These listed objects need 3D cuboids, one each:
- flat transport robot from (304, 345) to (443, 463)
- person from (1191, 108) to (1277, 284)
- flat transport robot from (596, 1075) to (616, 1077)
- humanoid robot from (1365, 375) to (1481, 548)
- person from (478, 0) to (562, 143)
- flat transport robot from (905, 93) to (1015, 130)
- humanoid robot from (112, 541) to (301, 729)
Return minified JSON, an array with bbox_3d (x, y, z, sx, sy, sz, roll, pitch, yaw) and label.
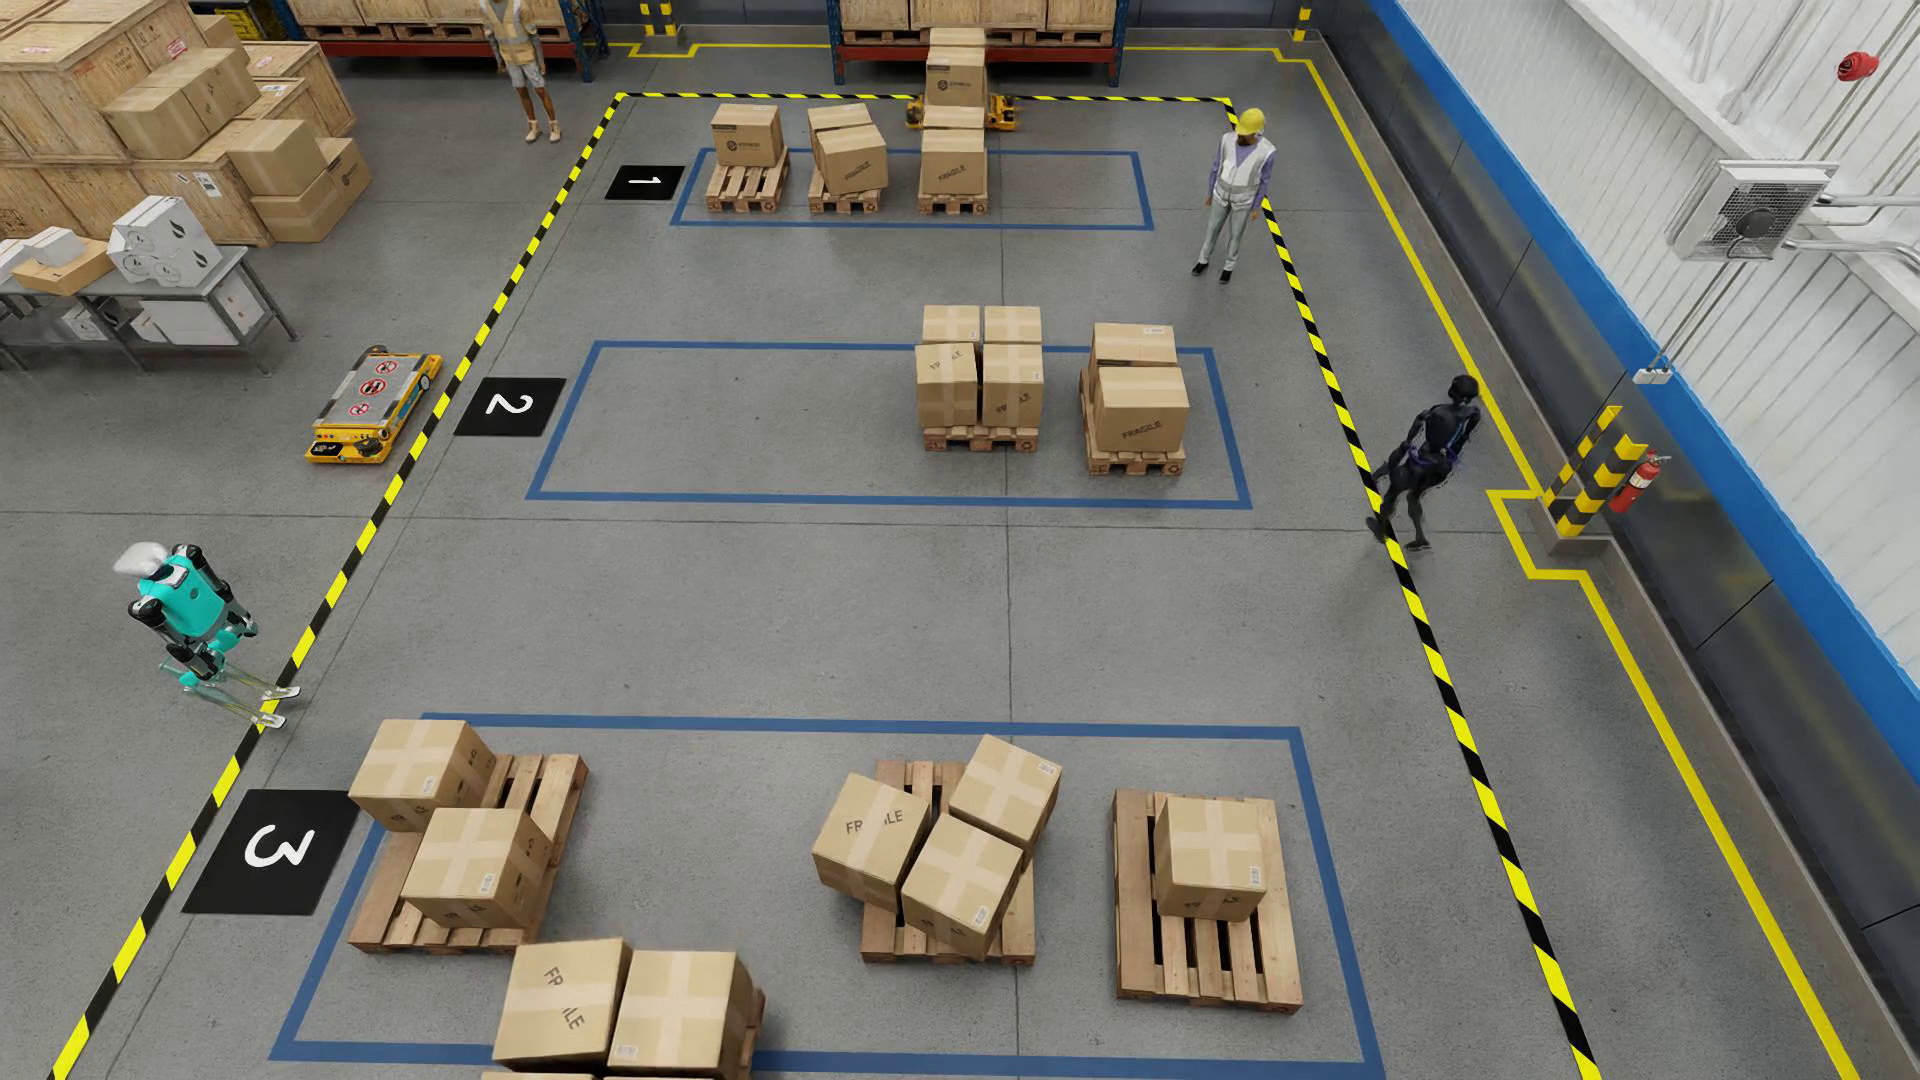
[{"bbox_3d":[-5.383,-1.269,8.441,0.659,0.231,1.431,1,50,1],"label":"flat transport robot"},{"bbox_3d":[2.775,-3.465,9.281,0.590,1.822,0.404,26,54,20],"label":"person"},{"bbox_3d":[-1.682,2.958,4.845,0.652,0.197,1.431,1,50,1],"label":"flat transport robot"},{"bbox_3d":[3.489,-0.524,6.892,0.595,1.645,0.472,-8,50,-7],"label":"humanoid robot"},{"bbox_3d":[-5.381,-5.873,11.183,0.608,2.030,0.403,2,50,2],"label":"person"},{"bbox_3d":[0.006,-5.704,12.175,1.431,0.197,0.652,1,50,1],"label":"flat transport robot"},{"bbox_3d":[-4.876,0.633,5.808,0.745,1.699,0.533,1,50,1],"label":"humanoid robot"}]
